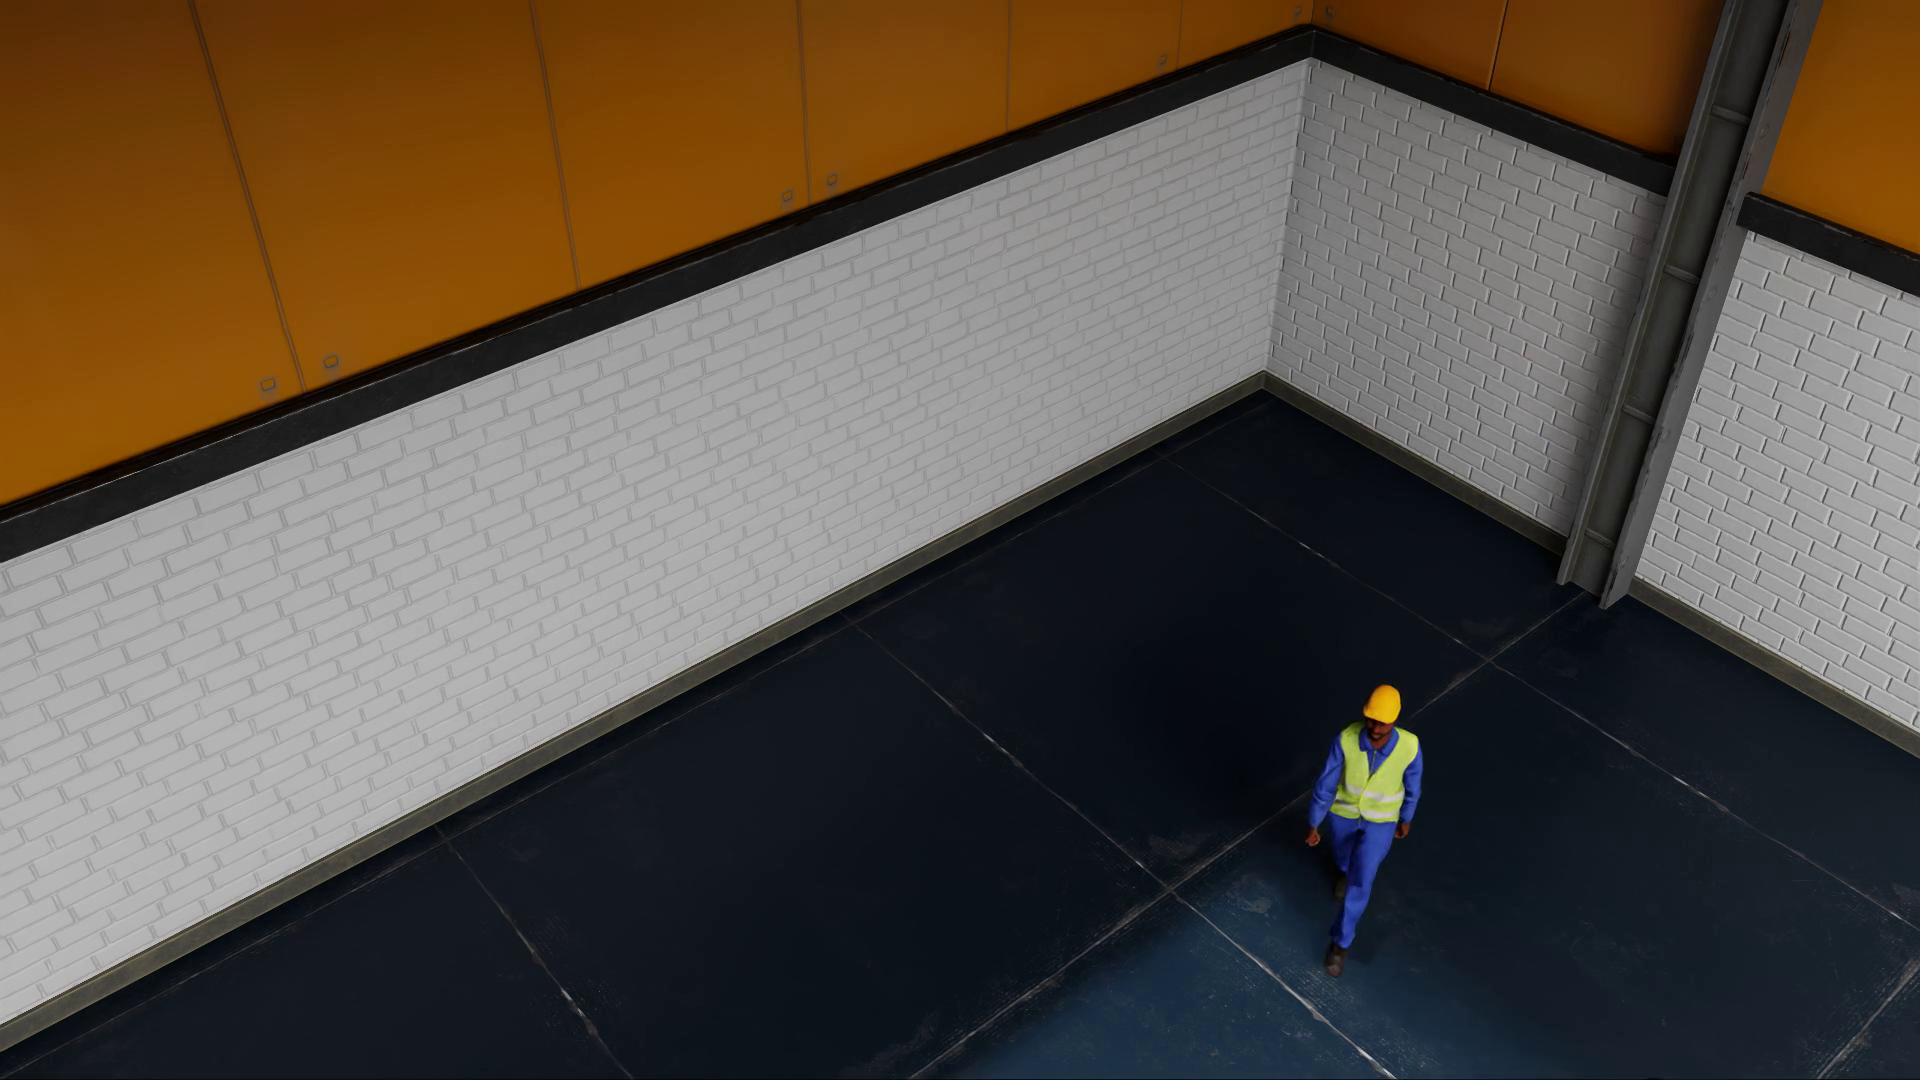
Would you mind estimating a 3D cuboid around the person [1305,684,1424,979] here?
[{"bbox_3d":[2.157,1.384,8.842,1.200,1.778,1.101,14,41,17],"label":"person"}]
